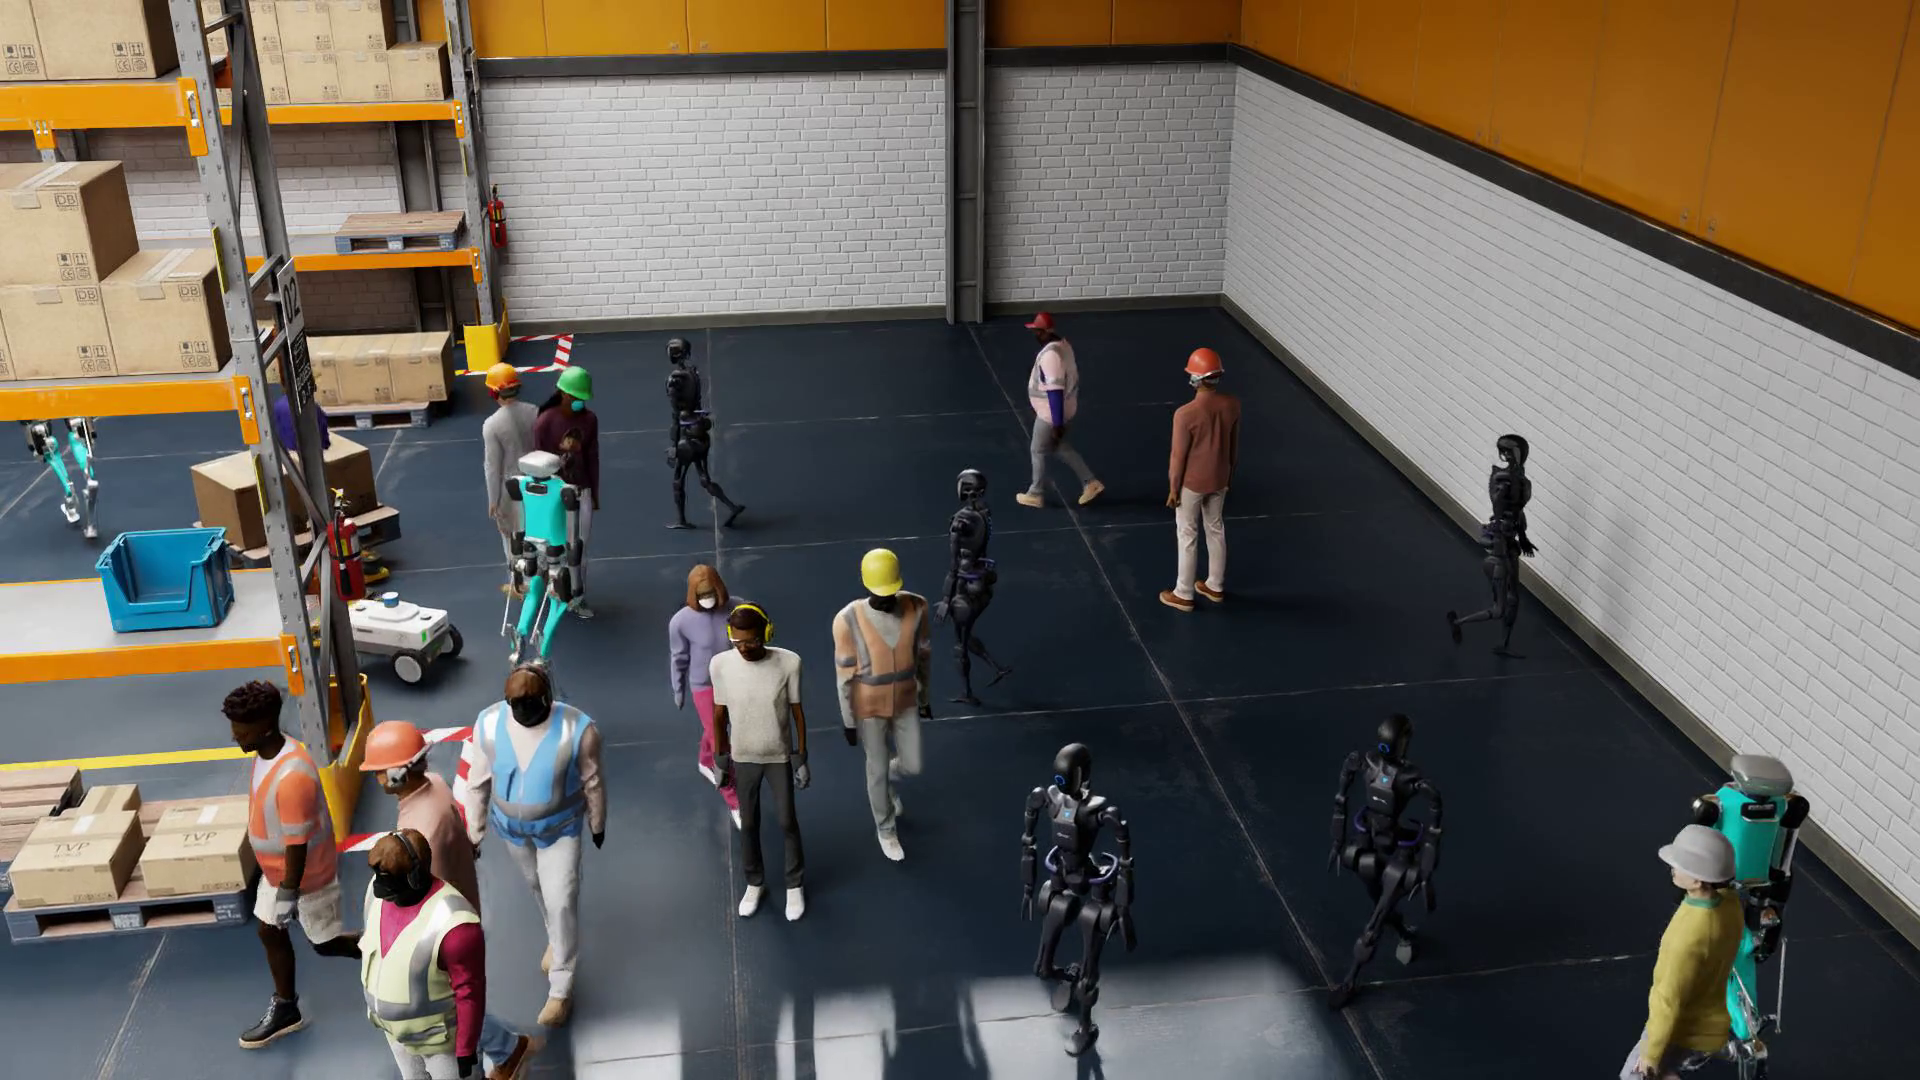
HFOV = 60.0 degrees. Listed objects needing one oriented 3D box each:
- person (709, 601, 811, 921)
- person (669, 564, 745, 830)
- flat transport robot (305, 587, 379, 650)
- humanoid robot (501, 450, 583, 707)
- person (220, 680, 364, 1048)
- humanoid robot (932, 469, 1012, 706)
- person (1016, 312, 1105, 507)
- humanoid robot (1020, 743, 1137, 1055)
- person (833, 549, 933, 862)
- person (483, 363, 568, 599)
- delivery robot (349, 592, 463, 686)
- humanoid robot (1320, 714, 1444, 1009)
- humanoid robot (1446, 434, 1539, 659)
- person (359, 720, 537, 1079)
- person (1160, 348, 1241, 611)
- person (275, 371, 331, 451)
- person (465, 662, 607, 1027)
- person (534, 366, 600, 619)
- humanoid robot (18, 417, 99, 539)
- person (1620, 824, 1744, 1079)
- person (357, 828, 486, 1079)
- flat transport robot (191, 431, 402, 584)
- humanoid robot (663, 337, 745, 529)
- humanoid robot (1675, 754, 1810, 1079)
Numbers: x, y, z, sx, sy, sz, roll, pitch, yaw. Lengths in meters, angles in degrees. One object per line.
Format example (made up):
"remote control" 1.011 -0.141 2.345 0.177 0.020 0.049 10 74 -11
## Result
"person" -1.046 1.164 8.778 0.517 1.857 0.346 1 24 2
"person" -1.428 0.860 9.793 0.499 1.582 0.828 -17 29 -33
"flat transport robot" -5.016 0.592 12.047 1.431 0.231 0.659 -2 24 -5
"humanoid robot" -2.761 0.353 10.779 0.537 1.793 0.681 9 25 20
"person" -3.080 1.506 7.904 0.858 1.933 0.595 -18 29 -35
"humanoid robot" 0.096 0.331 10.901 0.446 1.646 0.587 10 26 22
"person" 0.870 -1.080 14.063 0.715 1.712 0.601 8 25 18
"humanoid robot" 0.590 1.661 7.870 0.612 1.645 0.406 12 26 25
"person" -0.431 0.890 9.344 0.587 1.904 0.515 -11 26 -23
"person" -3.207 -0.388 12.302 0.679 1.868 0.586 19 30 37
"delivery robot" -3.897 0.663 11.554 0.815 0.614 0.499 7 25 15
"humanoid robot" 2.127 1.531 8.244 0.586 1.613 0.797 16 28 32
"humanoid robot" 3.761 0.038 11.582 0.580 1.644 0.601 15 28 30
"person" -2.311 1.693 7.441 0.520 1.962 0.613 -5 24 -12
"person" 1.777 -0.451 12.291 0.611 1.985 0.396 -14 27 -29
"person" -5.178 -0.610 13.148 0.491 1.580 0.786 14 27 29
"person" -2.103 1.472 8.129 0.638 1.807 0.883 4 24 9
"person" -2.909 -0.382 12.224 0.567 1.908 0.620 -16 28 -31
"humanoid robot" -7.219 -0.787 13.356 0.561 1.736 0.984 -14 27 -28
"person" 2.981 1.999 6.842 0.498 1.876 0.614 -20 31 -38
"person" -2.212 1.999 6.889 0.622 1.844 0.429 15 28 31
"flat transport robot" -5.186 0.122 13.120 1.431 0.231 0.659 20 30 37
"humanoid robot" -2.144 -0.851 13.609 0.638 1.637 0.608 6 24 12
"humanoid robot" 3.516 1.902 7.299 0.531 1.780 0.989 -3 24 -6
